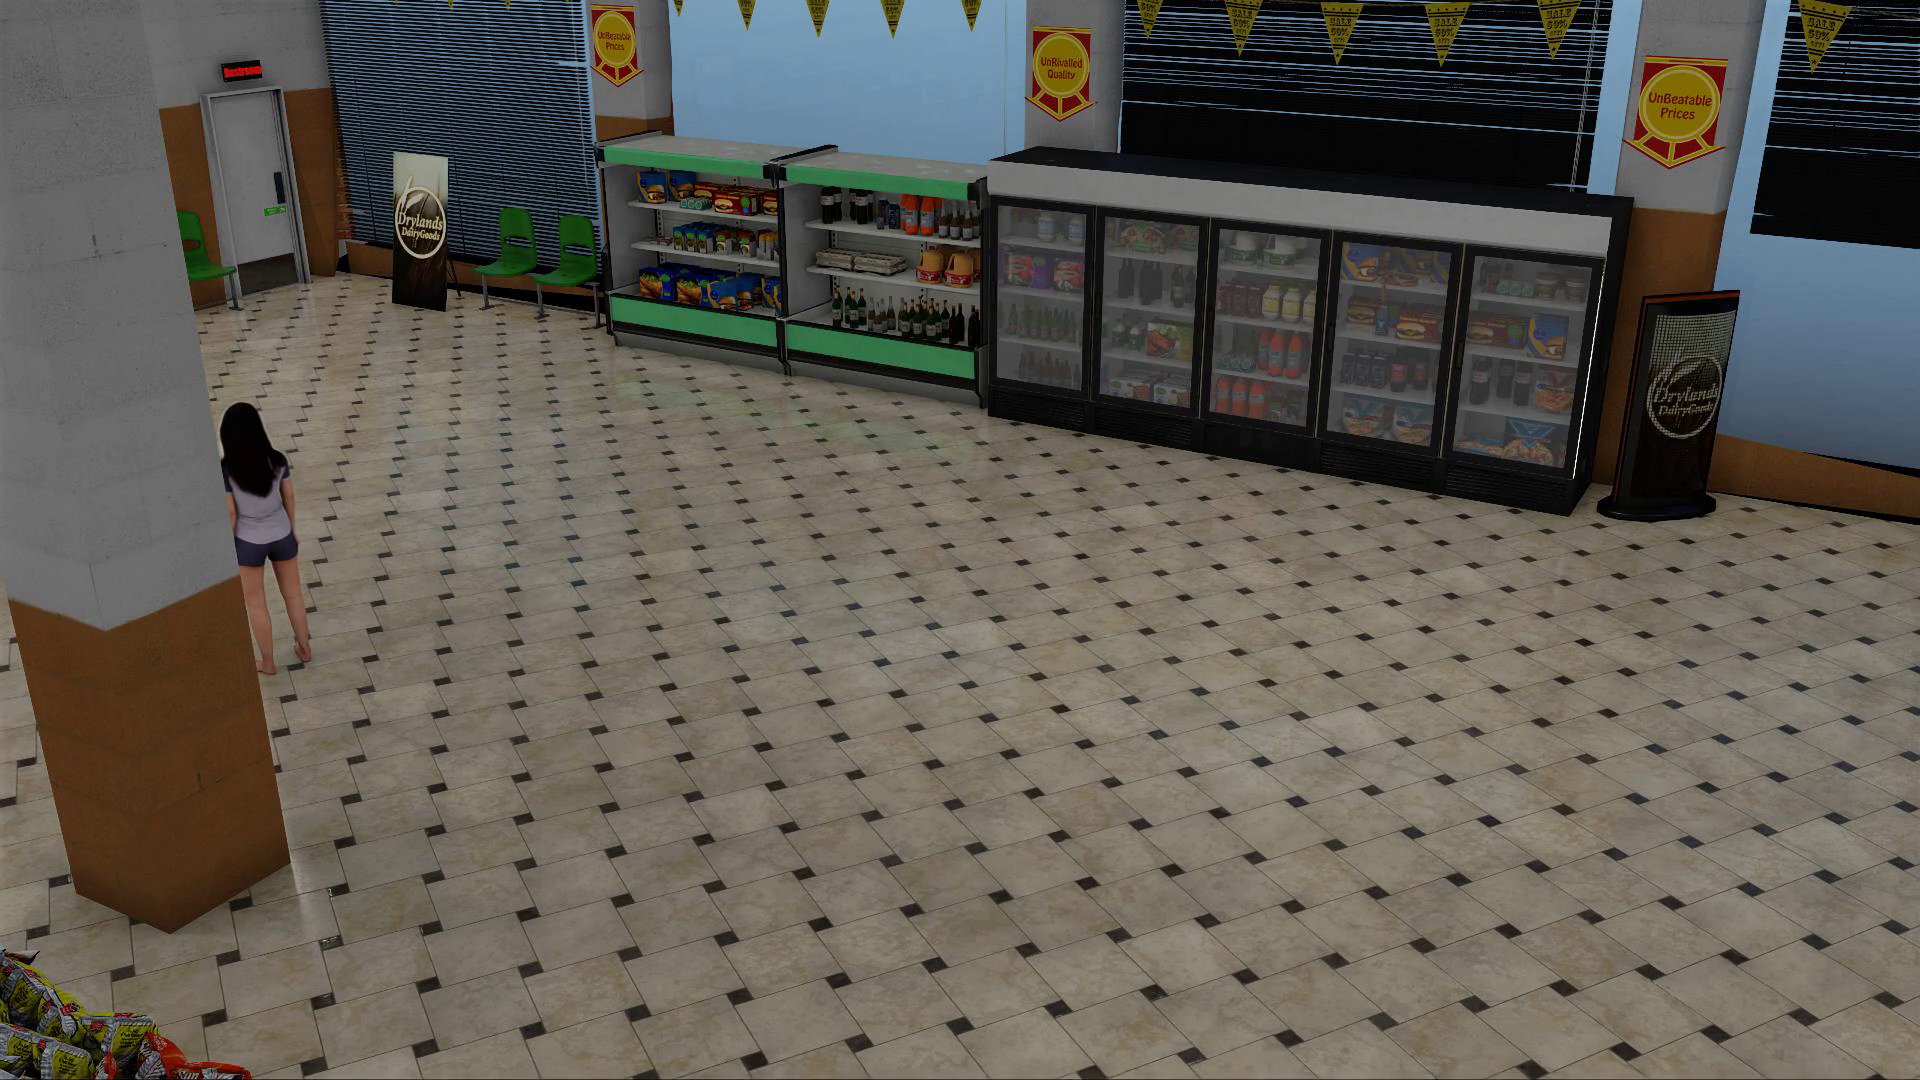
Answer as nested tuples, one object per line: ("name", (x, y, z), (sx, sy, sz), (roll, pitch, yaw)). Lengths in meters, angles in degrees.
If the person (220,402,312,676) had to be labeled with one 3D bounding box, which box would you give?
("person", (-4.222, -0.013, 10.055), (0.611, 1.706, 0.645), (20, 29, 41))
